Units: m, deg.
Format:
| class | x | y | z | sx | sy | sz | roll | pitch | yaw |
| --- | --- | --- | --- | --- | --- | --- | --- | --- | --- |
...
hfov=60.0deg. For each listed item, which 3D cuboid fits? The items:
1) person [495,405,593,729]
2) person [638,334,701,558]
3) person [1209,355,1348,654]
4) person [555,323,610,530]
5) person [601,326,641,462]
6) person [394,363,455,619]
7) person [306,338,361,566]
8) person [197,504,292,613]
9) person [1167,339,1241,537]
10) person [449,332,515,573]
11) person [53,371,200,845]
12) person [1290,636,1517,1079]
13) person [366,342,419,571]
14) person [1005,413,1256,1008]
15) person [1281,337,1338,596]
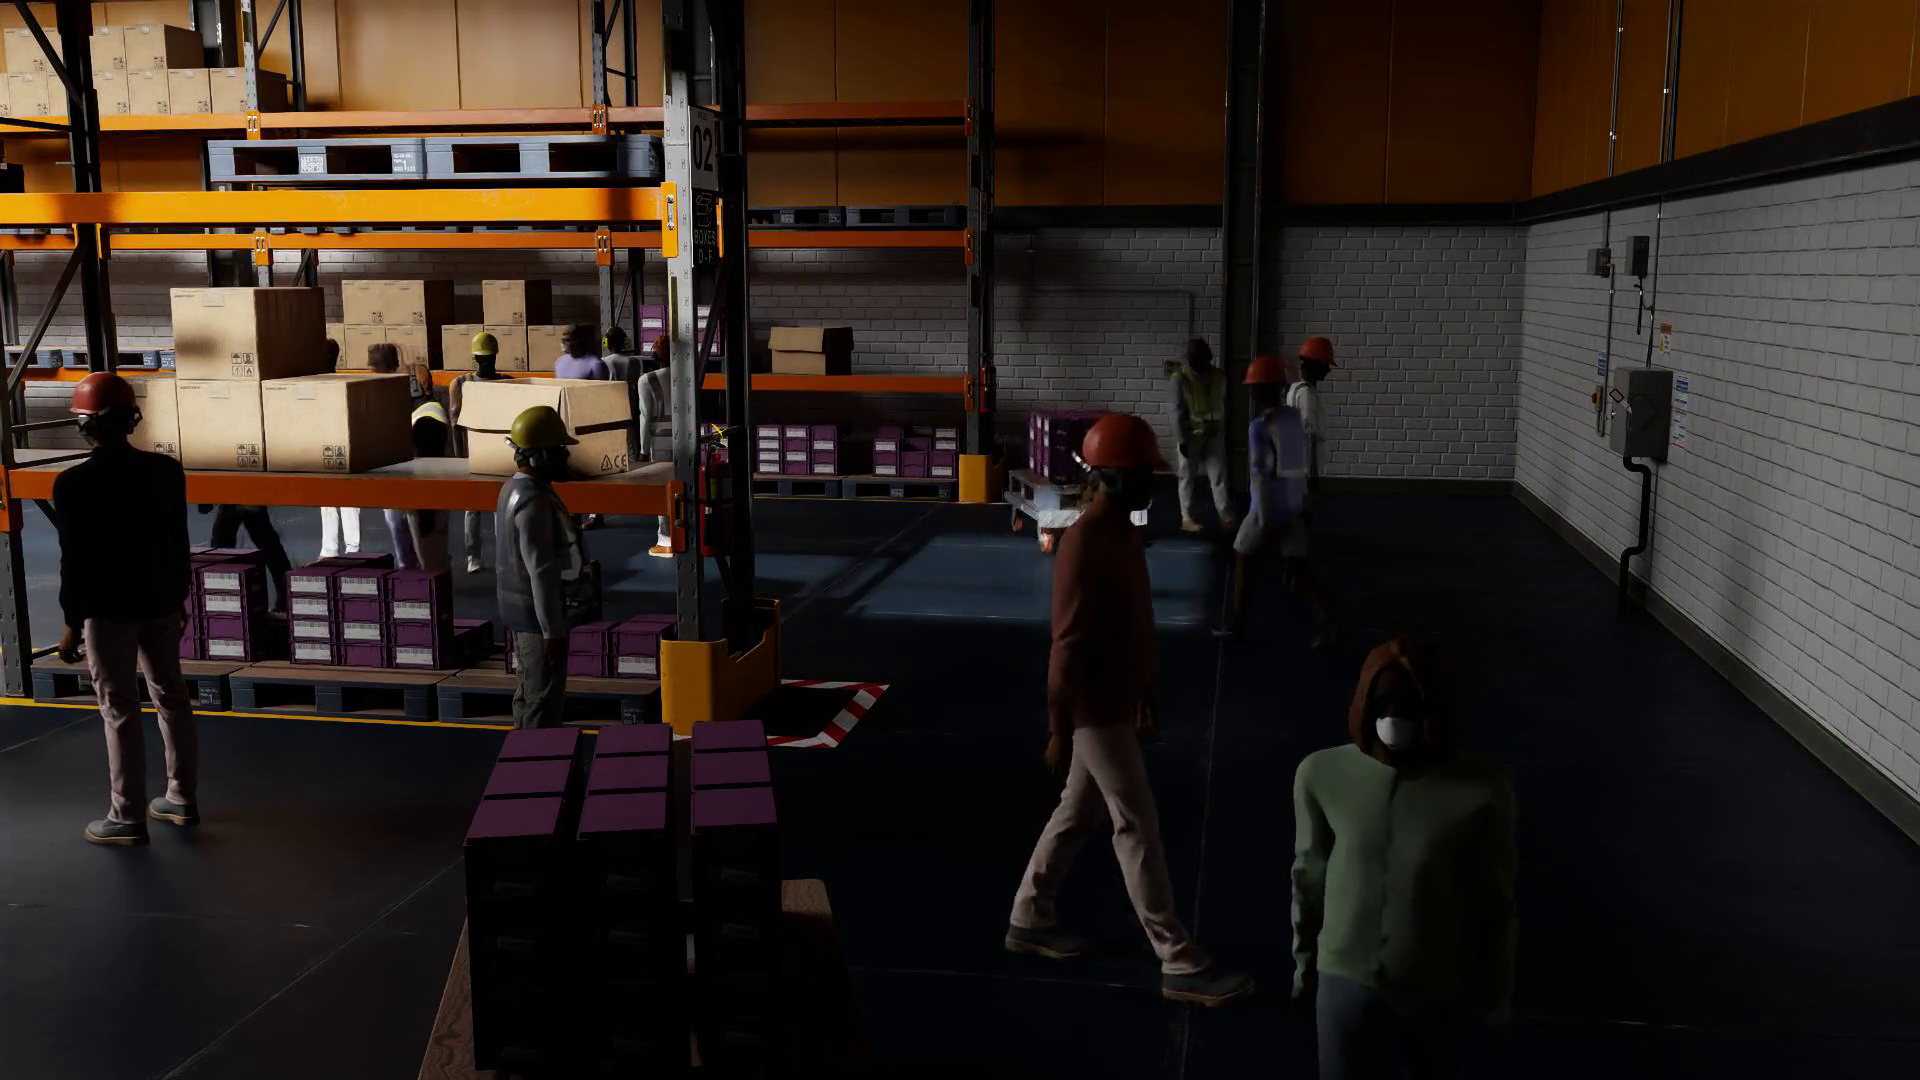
| class | x | y | z | sx | sy | sz | roll | pitch | yaw |
| --- | --- | --- | --- | --- | --- | --- | --- | --- | --- |
| person | -1.812 | 0.330 | 7.276 | 0.400 | 1.835 | 0.588 | -4 | 10 | -23 |
| person | -2.456 | -0.792 | 14.082 | 0.575 | 1.885 | 0.359 | -7 | 12 | -37 |
| person | 2.045 | -0.220 | 10.532 | 0.541 | 1.897 | 0.948 | -8 | 12 | -41 |
| person | -3.550 | -1.056 | 15.565 | 0.627 | 1.936 | 0.373 | 5 | 11 | 29 |
| person | -3.465 | -1.231 | 16.855 | 0.534 | 1.868 | 0.309 | -6 | 11 | -33 |
| person | -3.439 | -0.213 | 10.652 | 0.429 | 1.837 | 0.628 | -4 | 10 | -23 |
| person | -5.029 | -0.667 | 13.316 | 0.574 | 1.883 | 0.355 | 6 | 11 | 31 |
| person | -5.021 | -0.382 | 11.311 | 1.012 | 1.941 | 0.617 | -3 | 10 | -16 |
| person | 2.218 | -0.908 | 15.081 | 0.644 | 1.794 | 0.918 | -3 | 10 | -20 |
| person | -3.791 | -0.704 | 13.396 | 0.586 | 1.928 | 0.369 | -5 | 11 | -29 |
| person | -3.529 | 0.288 | 7.037 | 0.382 | 1.996 | 0.608 | 4 | 10 | 26 |
| person | 1.020 | 0.995 | 3.843 | 0.502 | 1.612 | 0.716 | 4 | 10 | 23 |
| person | -4.256 | -0.551 | 12.583 | 0.427 | 1.884 | 0.669 | 0 | 9 | 2 |
| person | 0.542 | 0.550 | 5.586 | 0.930 | 1.948 | 0.639 | 3 | 10 | 19 |
| person | 2.609 | -0.548 | 12.436 | 0.374 | 1.928 | 0.543 | 0 | 9 | 1 |
